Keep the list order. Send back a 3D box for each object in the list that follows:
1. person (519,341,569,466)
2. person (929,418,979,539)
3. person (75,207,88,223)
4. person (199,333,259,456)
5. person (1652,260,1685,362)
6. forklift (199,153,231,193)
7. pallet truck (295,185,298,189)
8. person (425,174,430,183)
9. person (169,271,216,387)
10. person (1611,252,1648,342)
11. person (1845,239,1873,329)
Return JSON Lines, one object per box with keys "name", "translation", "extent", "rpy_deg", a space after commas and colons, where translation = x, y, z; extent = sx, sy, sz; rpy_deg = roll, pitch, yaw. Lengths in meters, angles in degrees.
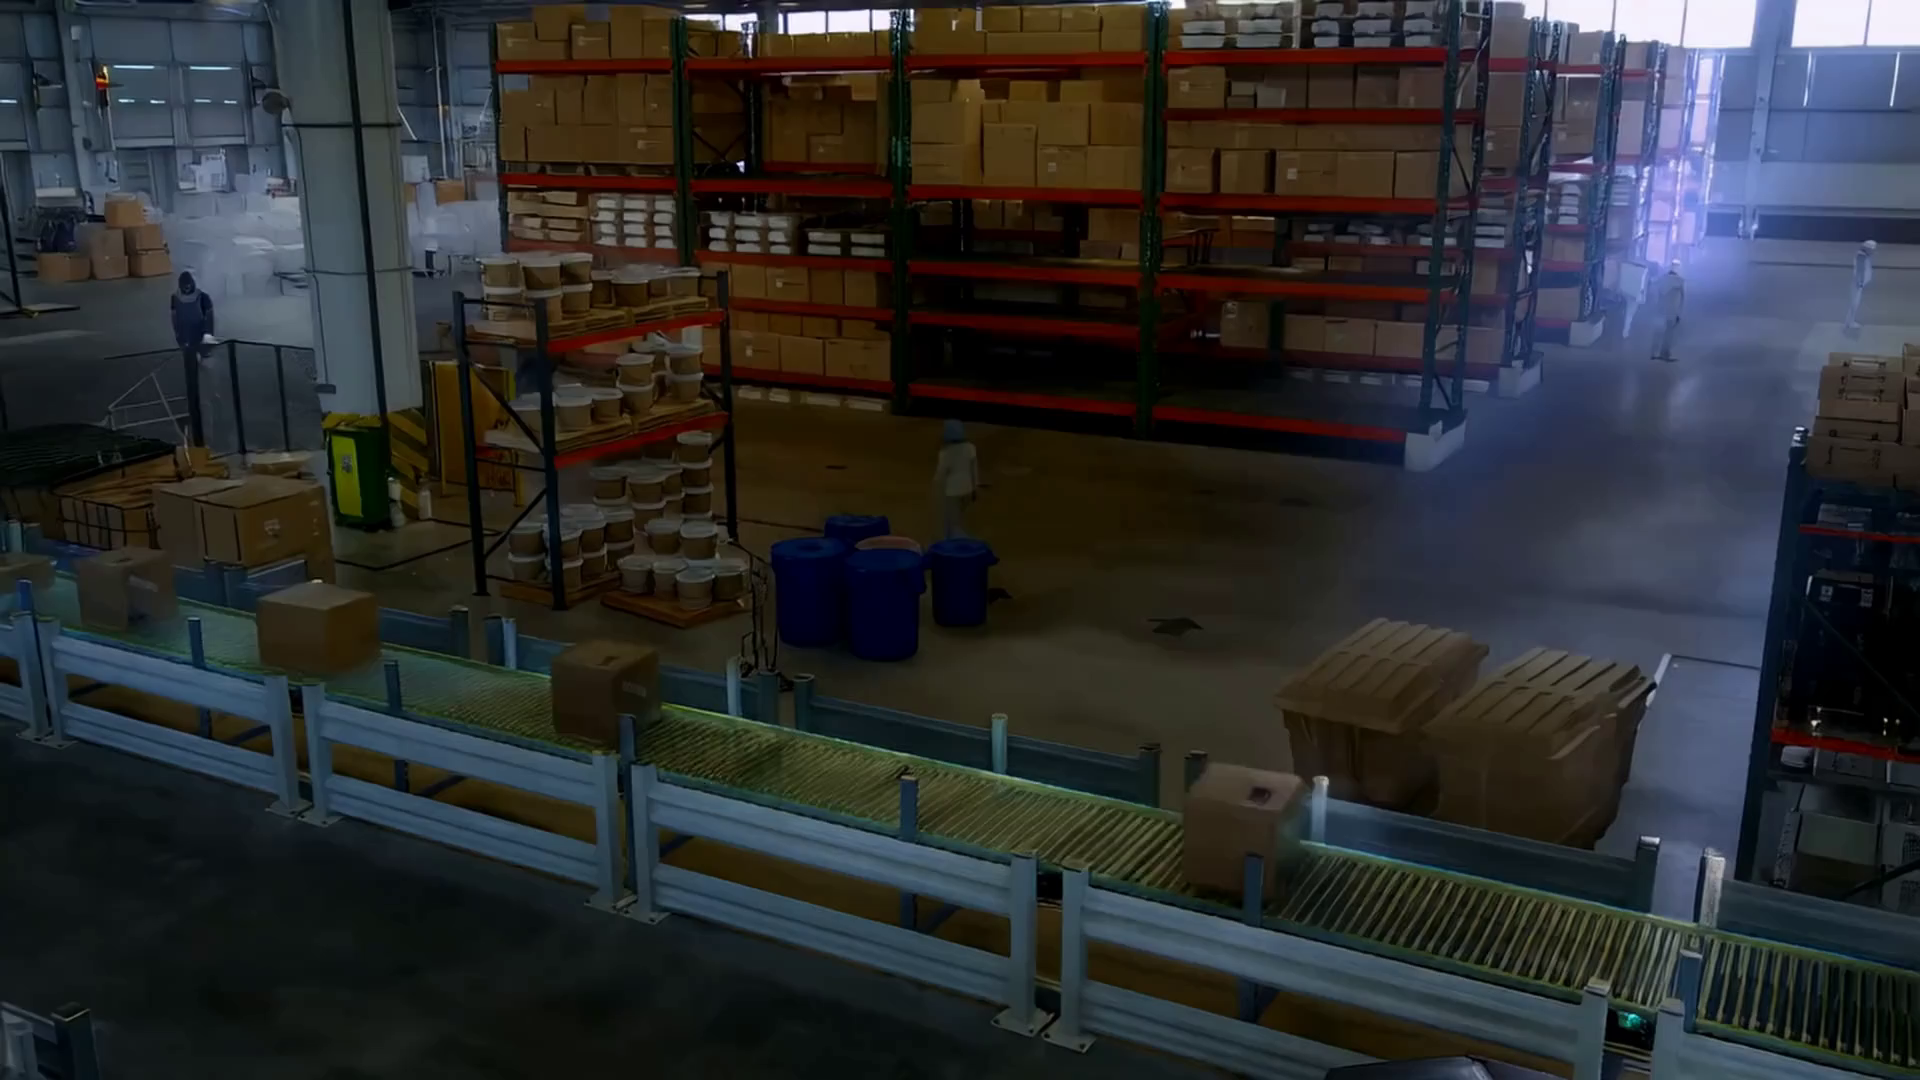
{"name": "person", "translation": [-5.705, -1.992, 22.351], "extent": [0.908, 1.969, 0.621], "rpy_deg": [10, 18, 33]}
{"name": "person", "translation": [-0.095, -0.474, 17.316], "extent": [0.765, 1.599, 0.503], "rpy_deg": [13, 20, 41]}
{"name": "person", "translation": [-26.392, -9.215, 50.117], "extent": [0.559, 1.625, 0.378], "rpy_deg": [9, 18, 32]}
{"name": "person", "translation": [-10.164, -1.999, 22.840], "extent": [0.886, 1.699, 0.550], "rpy_deg": [-6, 16, -23]}
{"name": "person", "translation": [13.271, -4.278, 31.069], "extent": [0.400, 1.901, 0.646], "rpy_deg": [-5, 16, -18]}
{"name": "forklift", "translation": [-27.440, -12.865, 61.464], "extent": [1.873, 2.768, 1.129], "rpy_deg": [8, 17, 28]}
{"name": "pallet truck", "translation": [-26.804, -14.617, 69.738], "extent": [1.885, 1.965, 0.823], "rpy_deg": [-14, 20, -42]}
{"name": "person", "translation": [-22.629, -15.040, 71.512], "extent": [0.626, 1.896, 0.830], "rpy_deg": [12, 19, 38]}
{"name": "person", "translation": [-13.047, -3.610, 28.278], "extent": [0.696, 2.000, 0.581], "rpy_deg": [-3, 15, -10]}
{"name": "person", "translation": [13.566, -4.925, 33.717], "extent": [0.664, 1.798, 0.951], "rpy_deg": [8, 17, 29]}
{"name": "person", "translation": [19.251, -5.470, 35.555], "extent": [0.396, 1.898, 0.642], "rpy_deg": [8, 17, 27]}
